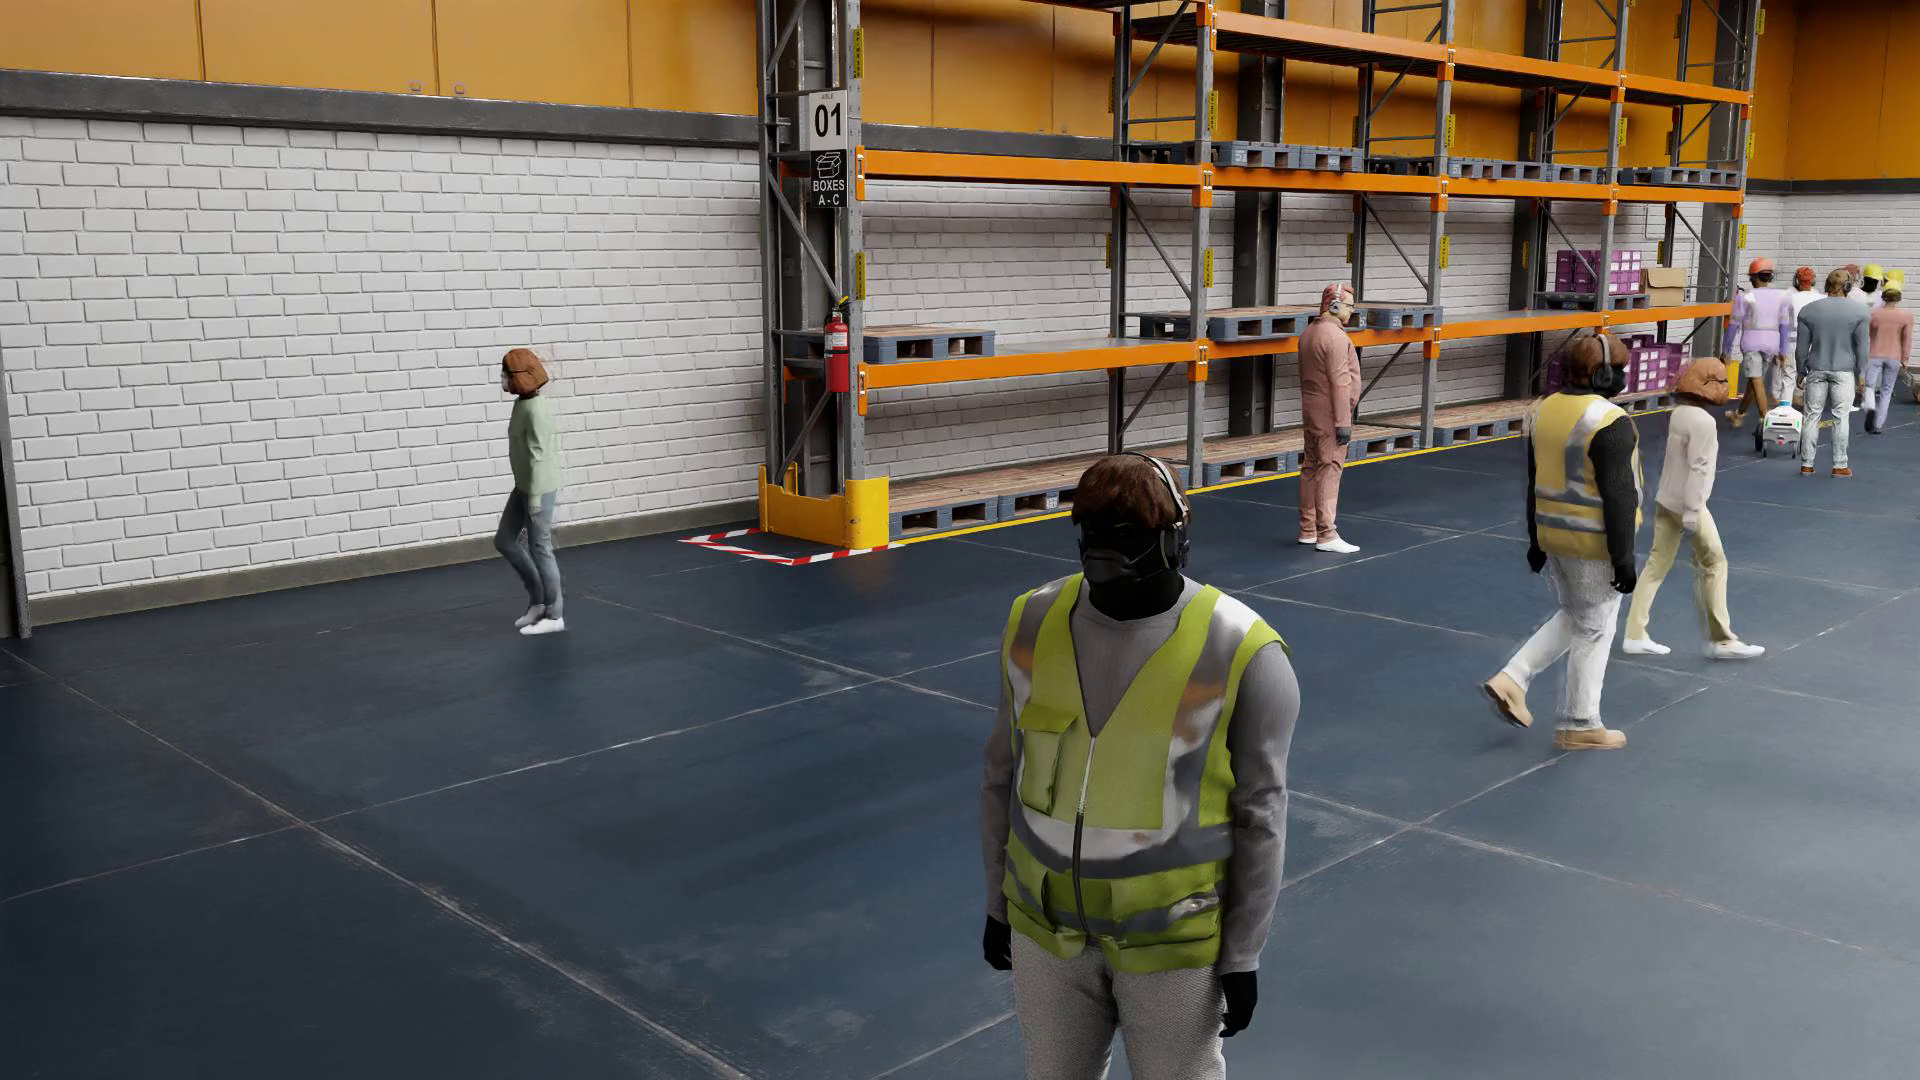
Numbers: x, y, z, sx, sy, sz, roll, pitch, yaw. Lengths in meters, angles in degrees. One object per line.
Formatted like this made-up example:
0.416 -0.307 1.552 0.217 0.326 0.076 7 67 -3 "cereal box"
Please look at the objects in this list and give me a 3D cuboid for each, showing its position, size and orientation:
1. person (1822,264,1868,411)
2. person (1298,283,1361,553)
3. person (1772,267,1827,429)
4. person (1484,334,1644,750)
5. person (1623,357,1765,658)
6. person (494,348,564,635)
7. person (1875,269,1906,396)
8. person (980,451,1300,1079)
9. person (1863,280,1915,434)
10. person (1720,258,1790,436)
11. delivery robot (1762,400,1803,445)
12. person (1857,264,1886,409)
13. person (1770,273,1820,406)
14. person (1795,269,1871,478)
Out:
11.195 -2.563 21.140 0.585 1.885 0.665 -4 11 -23 "person"
2.647 -0.868 11.862 0.406 1.902 0.636 -2 11 -10 "person"
9.564 -2.159 18.940 0.573 1.887 0.356 3 11 14 "person"
2.671 0.023 7.200 0.517 1.827 0.632 -1 10 -7 "person"
3.935 -0.159 8.796 0.794 1.596 0.527 1 10 3 "person"
-2.417 -0.263 9.306 0.388 1.614 0.537 -5 12 -27 "person"
12.683 -2.877 23.145 0.775 1.791 0.608 0 10 -1 "person"
0.311 0.745 3.227 0.627 1.844 0.429 5 12 27 "person"
10.337 -2.028 18.606 0.556 1.738 0.665 5 11 25 "person"
8.960 -2.179 18.795 0.633 1.973 1.094 -1 10 -6 "person"
8.431 -1.190 17.034 0.477 0.478 0.707 5 12 27 "delivery robot"
11.681 -2.659 21.703 0.603 1.888 0.911 0 10 0 "person"
10.924 -2.640 21.757 0.685 1.813 0.531 0 10 -2 "person"
8.077 -1.539 15.433 0.627 1.934 0.370 9 13 39 "person"
